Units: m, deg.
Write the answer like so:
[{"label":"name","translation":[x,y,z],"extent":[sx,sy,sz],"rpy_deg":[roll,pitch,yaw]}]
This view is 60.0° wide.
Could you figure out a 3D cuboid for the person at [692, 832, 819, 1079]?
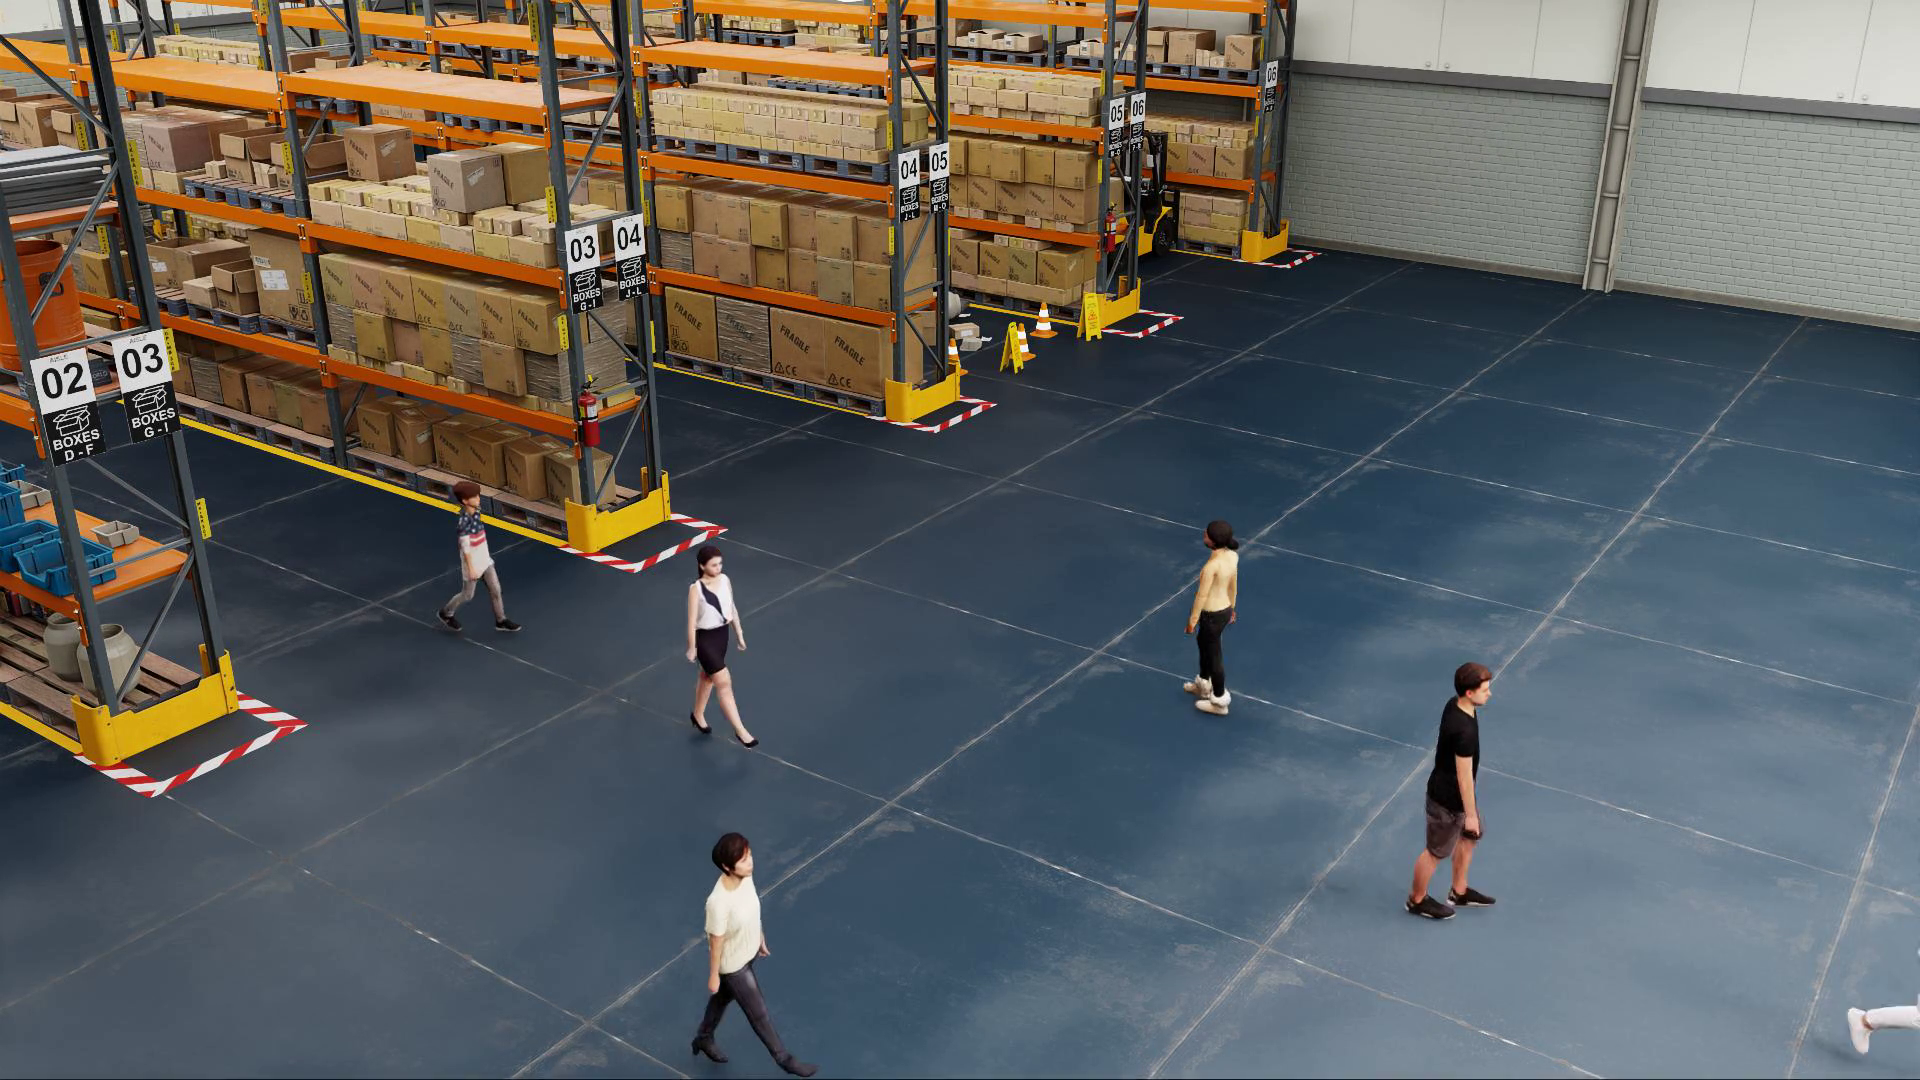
[{"label":"person","translation":[-1.312,2.339,9.303],"extent":[1.093,1.544,0.832],"rpy_deg":[6,24,13]}]

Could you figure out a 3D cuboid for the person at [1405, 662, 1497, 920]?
[{"label":"person","translation":[3.064,1.601,10.653],"extent":[0.923,1.845,0.835],"rpy_deg":[6,24,14]}]

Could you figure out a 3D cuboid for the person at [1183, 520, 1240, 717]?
[{"label":"person","translation":[2.093,0.632,13.185],"extent":[0.741,1.648,0.645],"rpy_deg":[17,28,34]}]

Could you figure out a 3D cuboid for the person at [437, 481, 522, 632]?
[{"label":"person","translation":[-4.308,0.174,14.560],"extent":[1.024,1.414,0.789],"rpy_deg":[4,23,9]}]

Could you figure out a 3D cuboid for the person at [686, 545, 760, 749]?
[{"label":"person","translation":[-1.974,0.801,12.849],"extent":[0.951,1.600,0.568],"rpy_deg":[15,28,32]}]
